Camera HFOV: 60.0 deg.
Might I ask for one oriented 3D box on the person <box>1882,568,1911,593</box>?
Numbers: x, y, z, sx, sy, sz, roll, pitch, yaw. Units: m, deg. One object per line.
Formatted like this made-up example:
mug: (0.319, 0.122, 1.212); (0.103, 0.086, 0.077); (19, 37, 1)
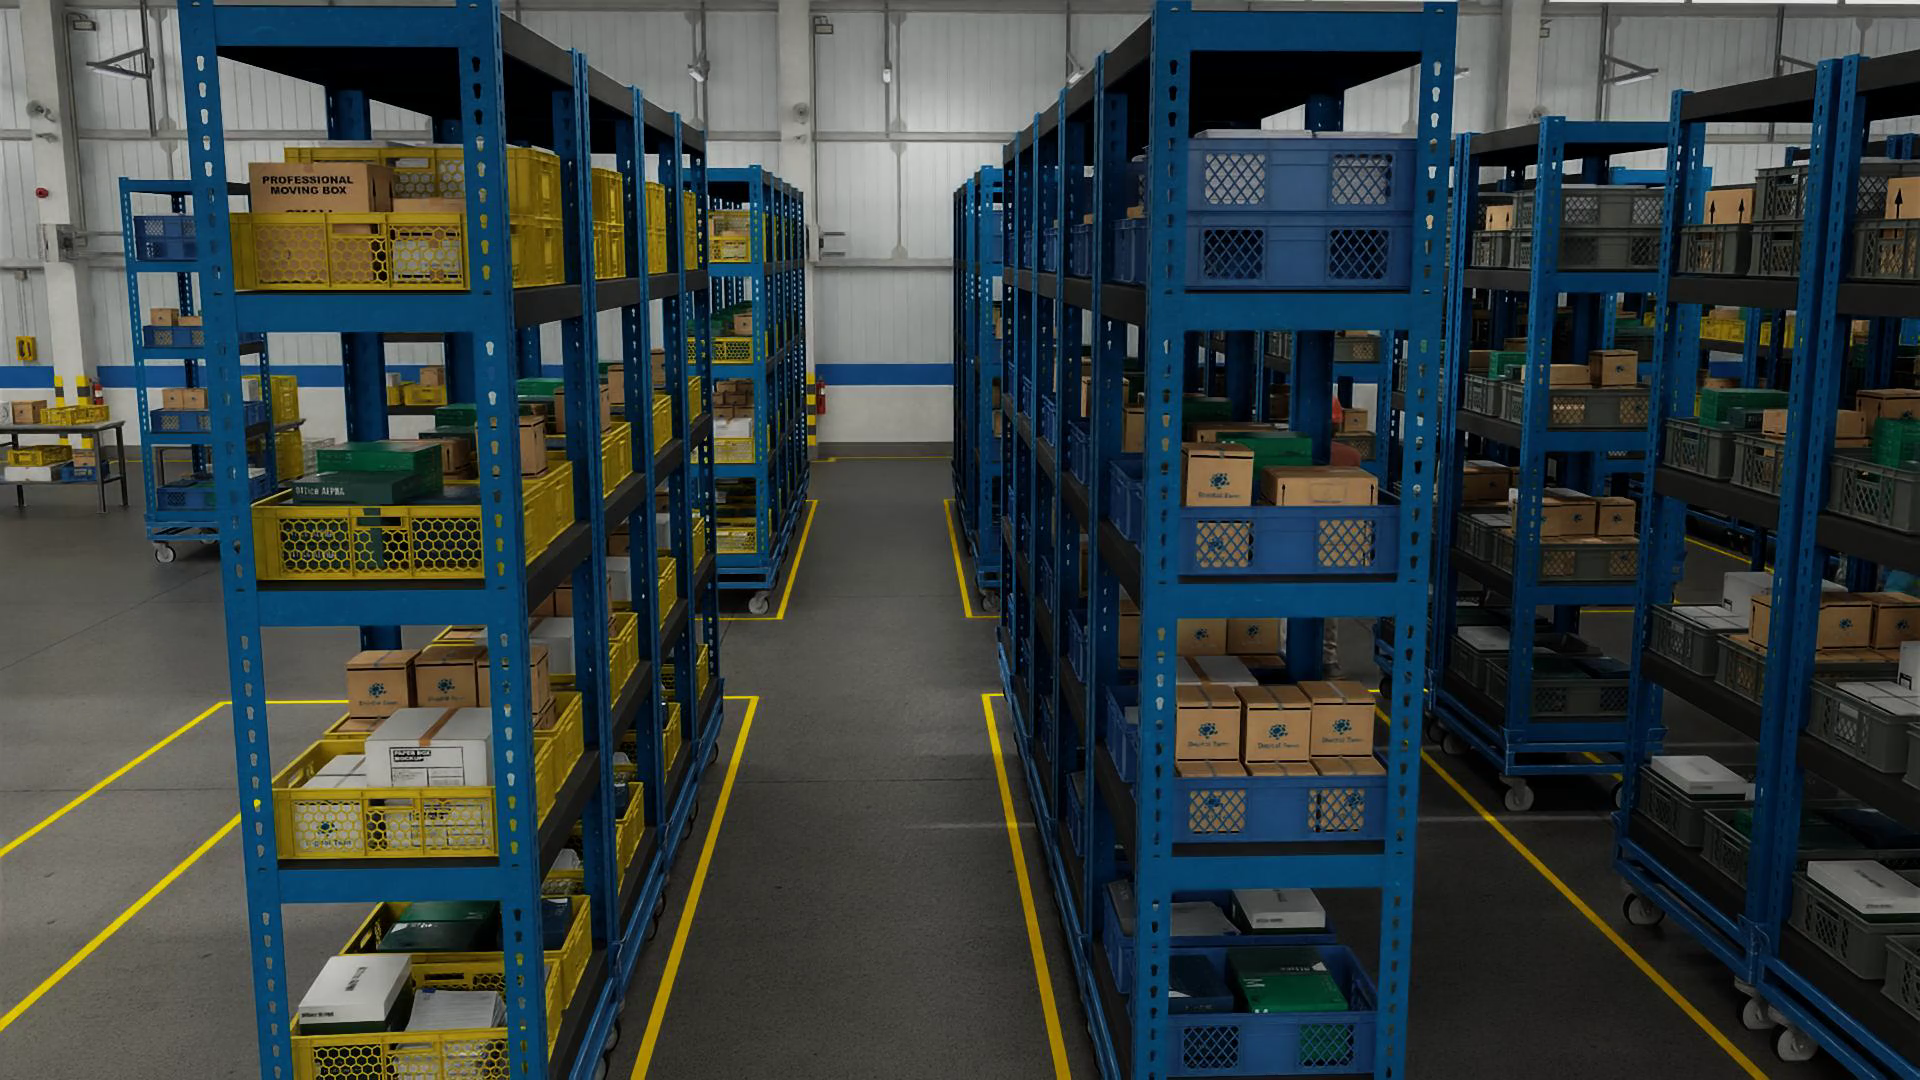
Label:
person: (7.556, -0.213, 13.105); (0.987, 1.793, 0.573); (0, 10, -1)

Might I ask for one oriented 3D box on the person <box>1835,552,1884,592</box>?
person: (6.697, -0.084, 12.249); (0.591, 1.833, 0.403); (-4, 11, -24)

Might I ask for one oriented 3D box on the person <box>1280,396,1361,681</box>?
person: (2.442, -0.006, 11.348); (0.624, 1.991, 0.390); (-2, 10, -10)
